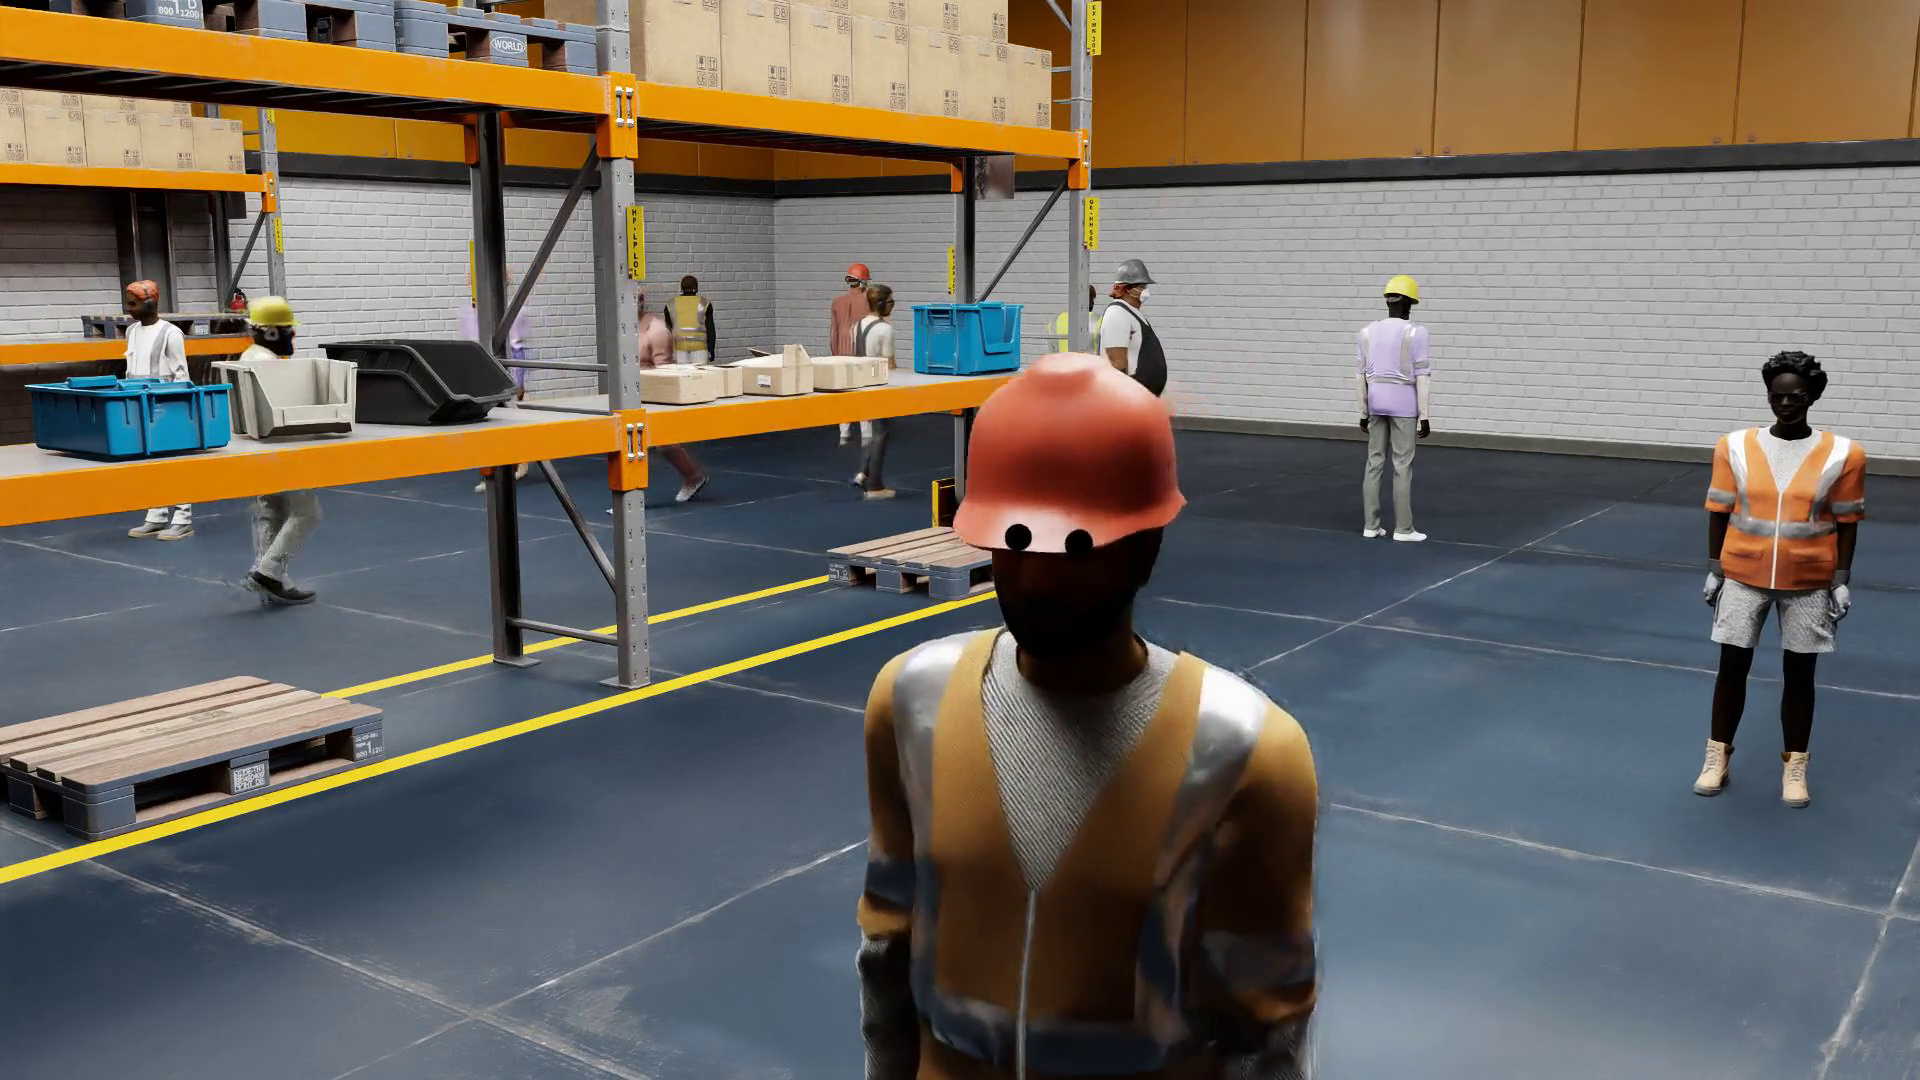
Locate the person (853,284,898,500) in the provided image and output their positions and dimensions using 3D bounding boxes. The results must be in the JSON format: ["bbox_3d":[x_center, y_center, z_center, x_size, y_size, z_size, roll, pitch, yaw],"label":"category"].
[{"bbox_3d":[-0.675,-1.243,14.068,0.412,1.826,0.535,-7,12,-35],"label":"person"}]

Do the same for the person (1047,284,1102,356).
[{"bbox_3d":[1.057,-1.288,14.307,0.627,1.843,0.429,7,12,34],"label":"person"}]

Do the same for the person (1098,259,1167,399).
[{"bbox_3d":[1.354,-1.177,13.047,0.536,2.000,0.681,2,10,13],"label":"person"}]

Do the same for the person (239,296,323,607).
[{"bbox_3d":[-3.964,-0.499,9.662,0.427,1.817,0.621,-6,11,-33],"label":"person"}]

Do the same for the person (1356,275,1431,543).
[{"bbox_3d":[3.136,-0.941,12.004,0.380,1.919,0.585,-9,13,-43],"label":"person"}]

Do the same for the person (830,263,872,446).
[{"bbox_3d":[-1.123,-2.032,18.276,0.621,1.992,0.397,5,11,28],"label":"person"}]

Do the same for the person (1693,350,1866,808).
[{"bbox_3d":[3.045,0.145,6.194,0.536,1.696,0.322,6,11,31],"label":"person"}]

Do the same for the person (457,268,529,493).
[{"bbox_3d":[-4.104,-1.433,14.618,0.615,2.027,0.549,3,10,18],"label":"person"}]

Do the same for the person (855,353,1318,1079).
[{"bbox_3d":[0.112,0.748,1.926,0.578,1.923,0.403,4,10,23],"label":"person"}]

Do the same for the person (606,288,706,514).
[{"bbox_3d":[-2.481,-1.154,13.553,0.650,1.846,0.965,6,11,32],"label":"person"}]

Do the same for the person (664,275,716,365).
[{"bbox_3d":[-3.392,-2.407,20.976,0.633,1.839,0.429,0,10,1],"label":"person"}]

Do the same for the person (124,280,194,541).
[{"bbox_3d":[-5.833,-0.937,12.081,0.576,1.886,0.362,5,11,29],"label":"person"}]
